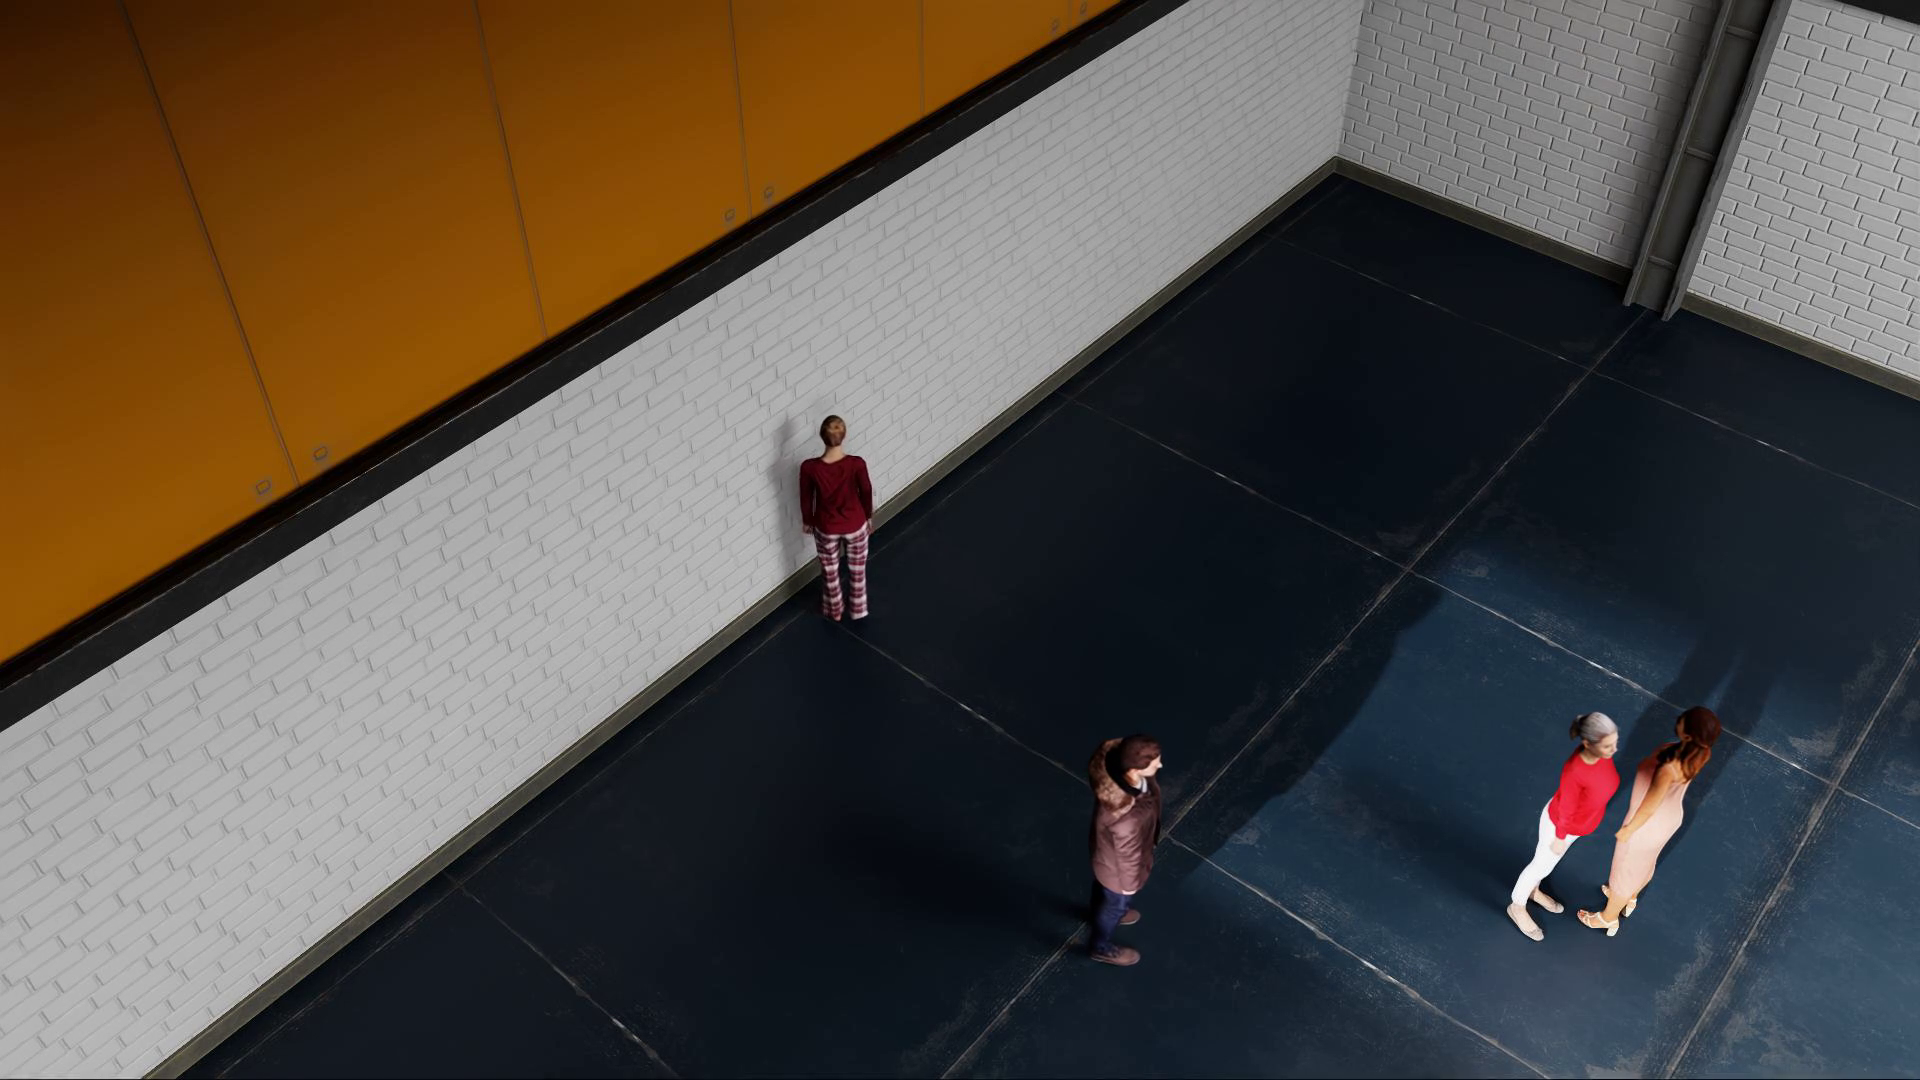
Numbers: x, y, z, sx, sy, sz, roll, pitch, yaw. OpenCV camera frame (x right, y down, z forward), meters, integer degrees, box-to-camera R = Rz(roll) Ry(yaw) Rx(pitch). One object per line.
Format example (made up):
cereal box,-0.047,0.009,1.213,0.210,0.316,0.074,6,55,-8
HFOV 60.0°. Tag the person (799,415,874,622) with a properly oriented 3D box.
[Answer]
person,-0.786,-0.124,10.913,0.685,1.701,0.744,-3,44,-3

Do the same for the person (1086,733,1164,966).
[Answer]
person,0.856,1.644,8.957,0.892,1.840,0.861,1,44,1

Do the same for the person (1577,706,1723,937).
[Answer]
person,3.785,1.533,9.079,0.610,1.832,0.552,-31,51,-28

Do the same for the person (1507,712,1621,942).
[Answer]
person,3.334,1.549,9.163,0.549,1.694,0.545,33,52,30
